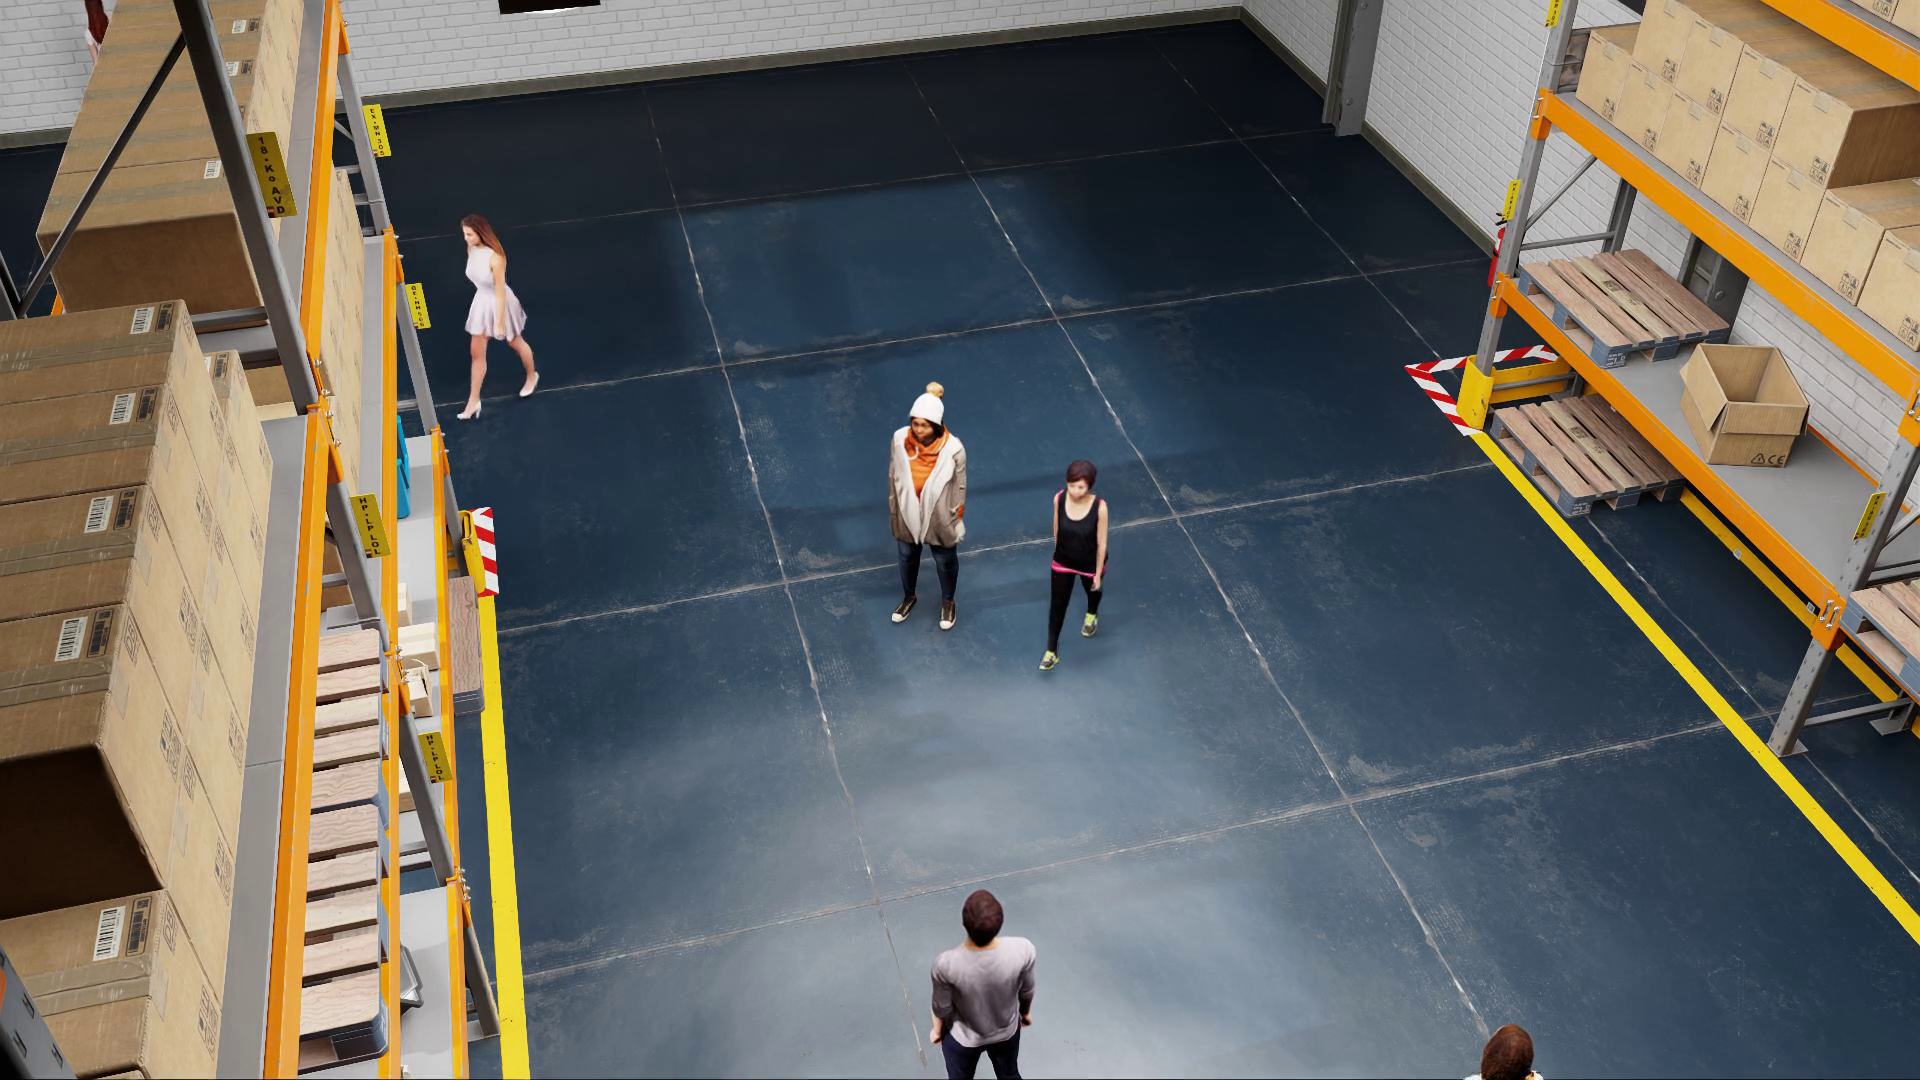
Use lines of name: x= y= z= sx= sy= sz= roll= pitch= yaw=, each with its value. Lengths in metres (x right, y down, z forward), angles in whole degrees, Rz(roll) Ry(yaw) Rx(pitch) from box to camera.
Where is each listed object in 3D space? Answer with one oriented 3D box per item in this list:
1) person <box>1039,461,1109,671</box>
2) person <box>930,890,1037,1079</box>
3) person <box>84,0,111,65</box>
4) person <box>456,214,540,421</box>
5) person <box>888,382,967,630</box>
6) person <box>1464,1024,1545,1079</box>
person: x=0.830 y=0.082 z=11.066 sx=0.905 sy=1.514 sz=1.067 roll=12 pitch=40 yaw=15
person: x=0.110 y=2.327 z=7.992 sx=0.657 sy=1.843 sz=0.528 roll=-8 pitch=39 yaw=-10
person: x=-8.495 y=-4.654 z=16.816 sx=0.641 sy=1.740 sz=0.656 roll=-28 pitch=46 yaw=-30
person: x=-3.620 y=-1.833 z=13.290 sx=1.048 sy=1.732 sz=1.051 roll=24 pitch=45 yaw=27
person: x=-0.214 y=-0.227 z=11.155 sx=0.813 sy=1.887 sz=0.833 roll=8 pitch=39 yaw=10
person: x=2.369 y=2.863 z=7.478 sx=0.623 sy=1.646 sz=1.010 roll=-10 pitch=40 yaw=-13
